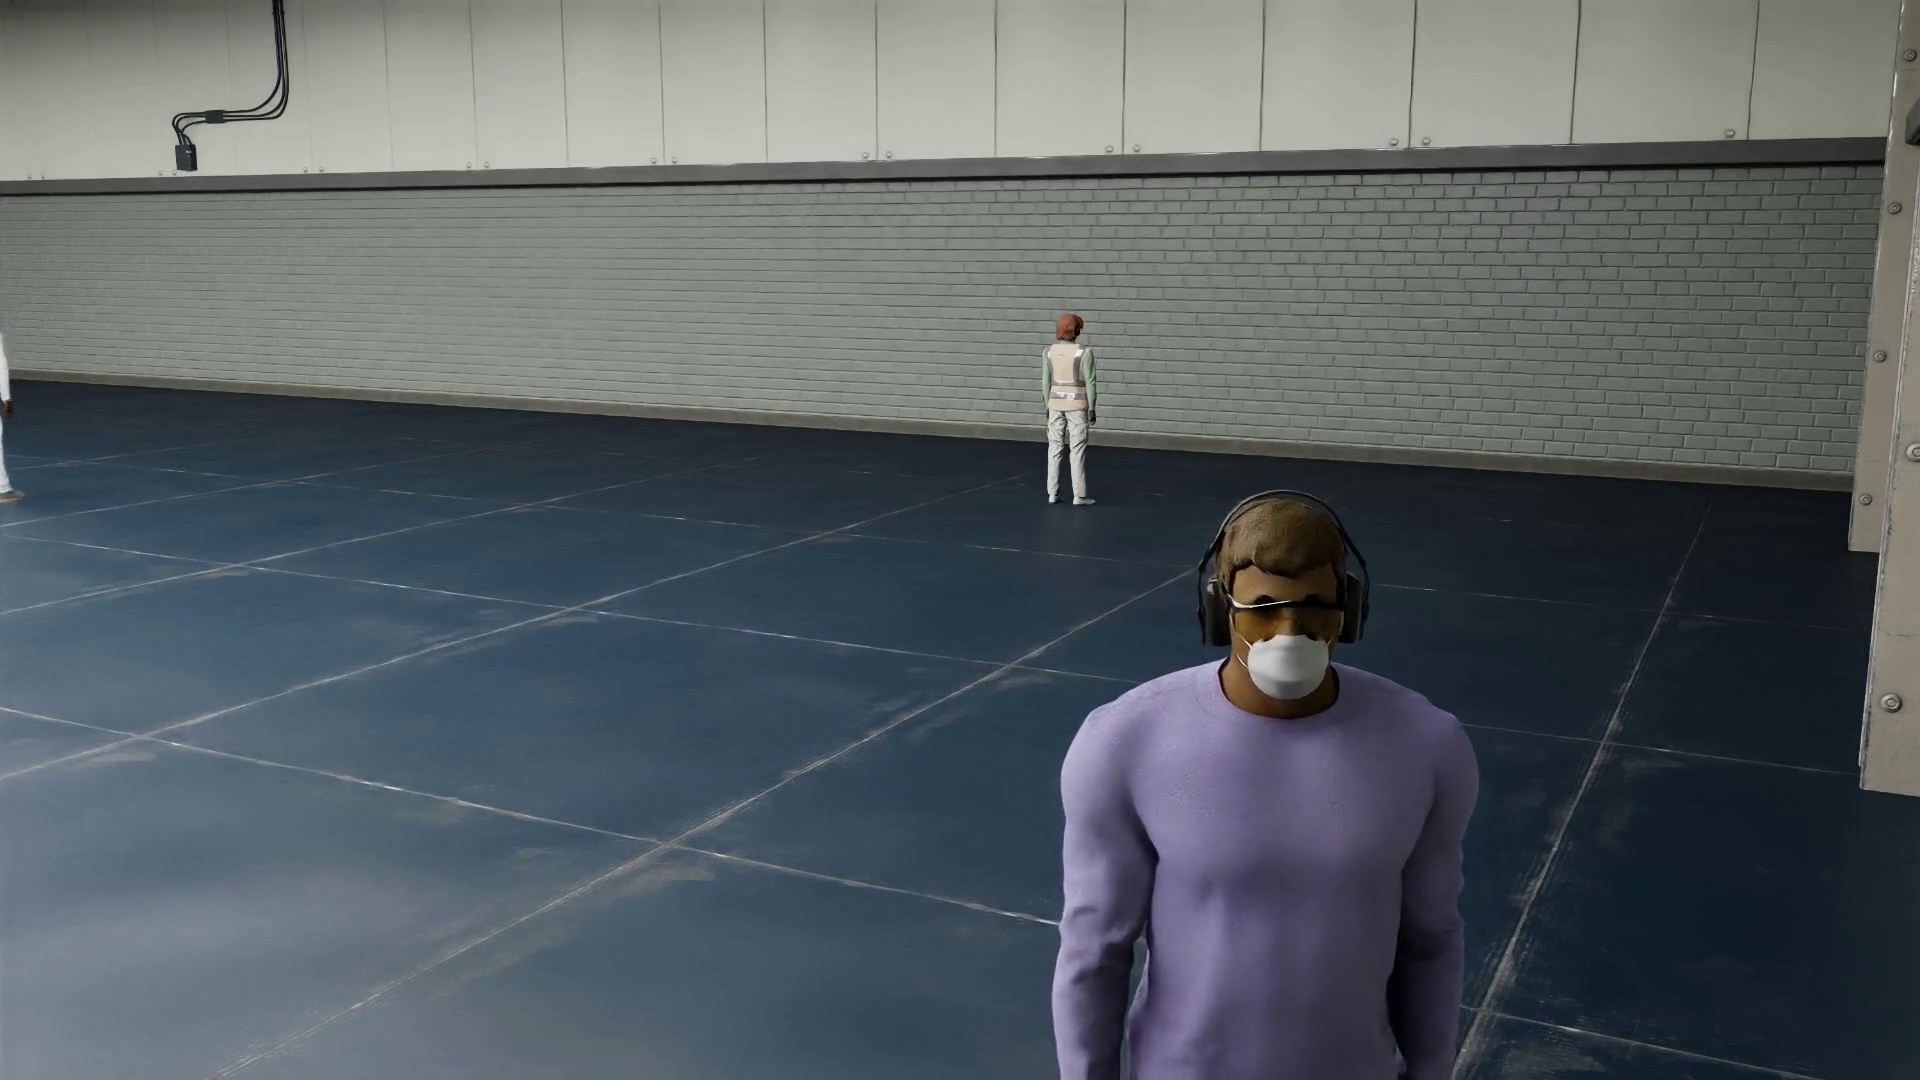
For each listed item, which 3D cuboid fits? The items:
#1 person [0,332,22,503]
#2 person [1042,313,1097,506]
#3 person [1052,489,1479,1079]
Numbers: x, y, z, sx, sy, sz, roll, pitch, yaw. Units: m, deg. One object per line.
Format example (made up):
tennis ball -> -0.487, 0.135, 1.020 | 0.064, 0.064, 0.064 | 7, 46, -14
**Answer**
person -> -8.444, -1.244, 14.258 | 0.584, 1.882, 0.342 | -1, 10, -3
person -> 0.929, -1.102, 14.147 | 0.514, 1.642, 0.307 | 7, 12, 33
person -> 0.457, 0.876, 2.544 | 0.635, 1.937, 0.353 | -1, 10, -4
